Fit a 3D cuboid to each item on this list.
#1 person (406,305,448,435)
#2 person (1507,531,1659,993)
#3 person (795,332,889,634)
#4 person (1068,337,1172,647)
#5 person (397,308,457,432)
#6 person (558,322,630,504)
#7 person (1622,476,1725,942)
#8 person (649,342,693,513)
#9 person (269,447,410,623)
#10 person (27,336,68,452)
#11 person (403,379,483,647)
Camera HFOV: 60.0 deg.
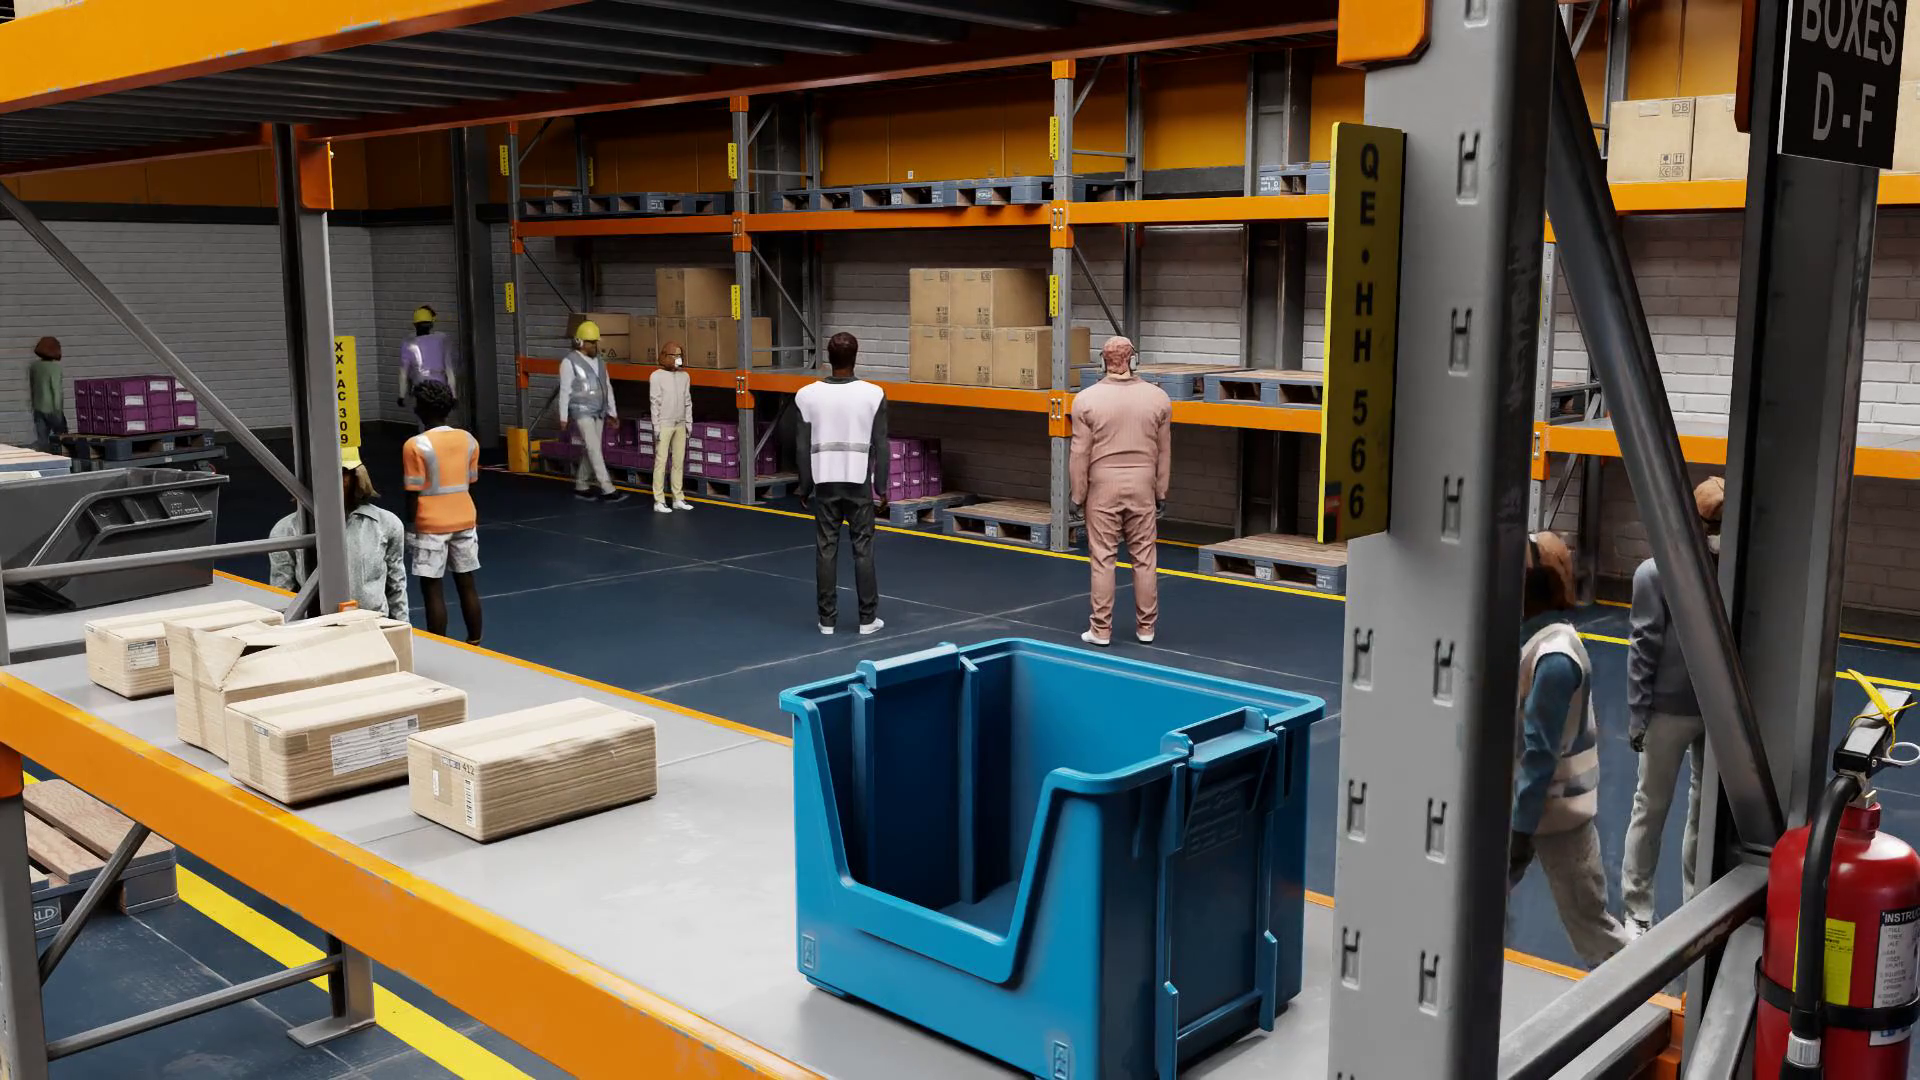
[{"bbox_3d":[-6.494,-1.927,20.351,0.534,1.869,0.311,-3,10,-17],"label":"person"},{"bbox_3d":[1.675,0.767,4.727,0.870,1.597,0.532,1,9,3],"label":"person"},{"bbox_3d":[-0.744,-0.350,10.532,0.590,1.919,0.394,1,9,4],"label":"person"},{"bbox_3d":[0.972,-0.291,10.222,0.642,1.905,0.401,-2,9,-10],"label":"person"},{"bbox_3d":[-6.031,-1.695,18.936,0.988,1.877,0.586,8,12,41],"label":"person"},{"bbox_3d":[-3.591,-1.251,16.449,0.747,1.785,0.627,4,10,25],"label":"person"},{"bbox_3d":[2.485,0.596,5.605,0.498,1.633,0.279,-1,9,-6],"label":"person"},{"bbox_3d":[-2.754,-1.076,15.887,0.271,1.629,0.499,7,12,38],"label":"person"},{"bbox_3d":[-2.278,0.448,6.178,0.494,1.743,0.303,-6,11,-32],"label":"person"},{"bbox_3d":[-9.699,-1.347,17.595,0.518,1.611,0.689,5,11,29],"label":"person"},{"bbox_3d":[-2.970,-0.074,9.538,0.318,1.692,0.544,5,11,30],"label":"person"}]
